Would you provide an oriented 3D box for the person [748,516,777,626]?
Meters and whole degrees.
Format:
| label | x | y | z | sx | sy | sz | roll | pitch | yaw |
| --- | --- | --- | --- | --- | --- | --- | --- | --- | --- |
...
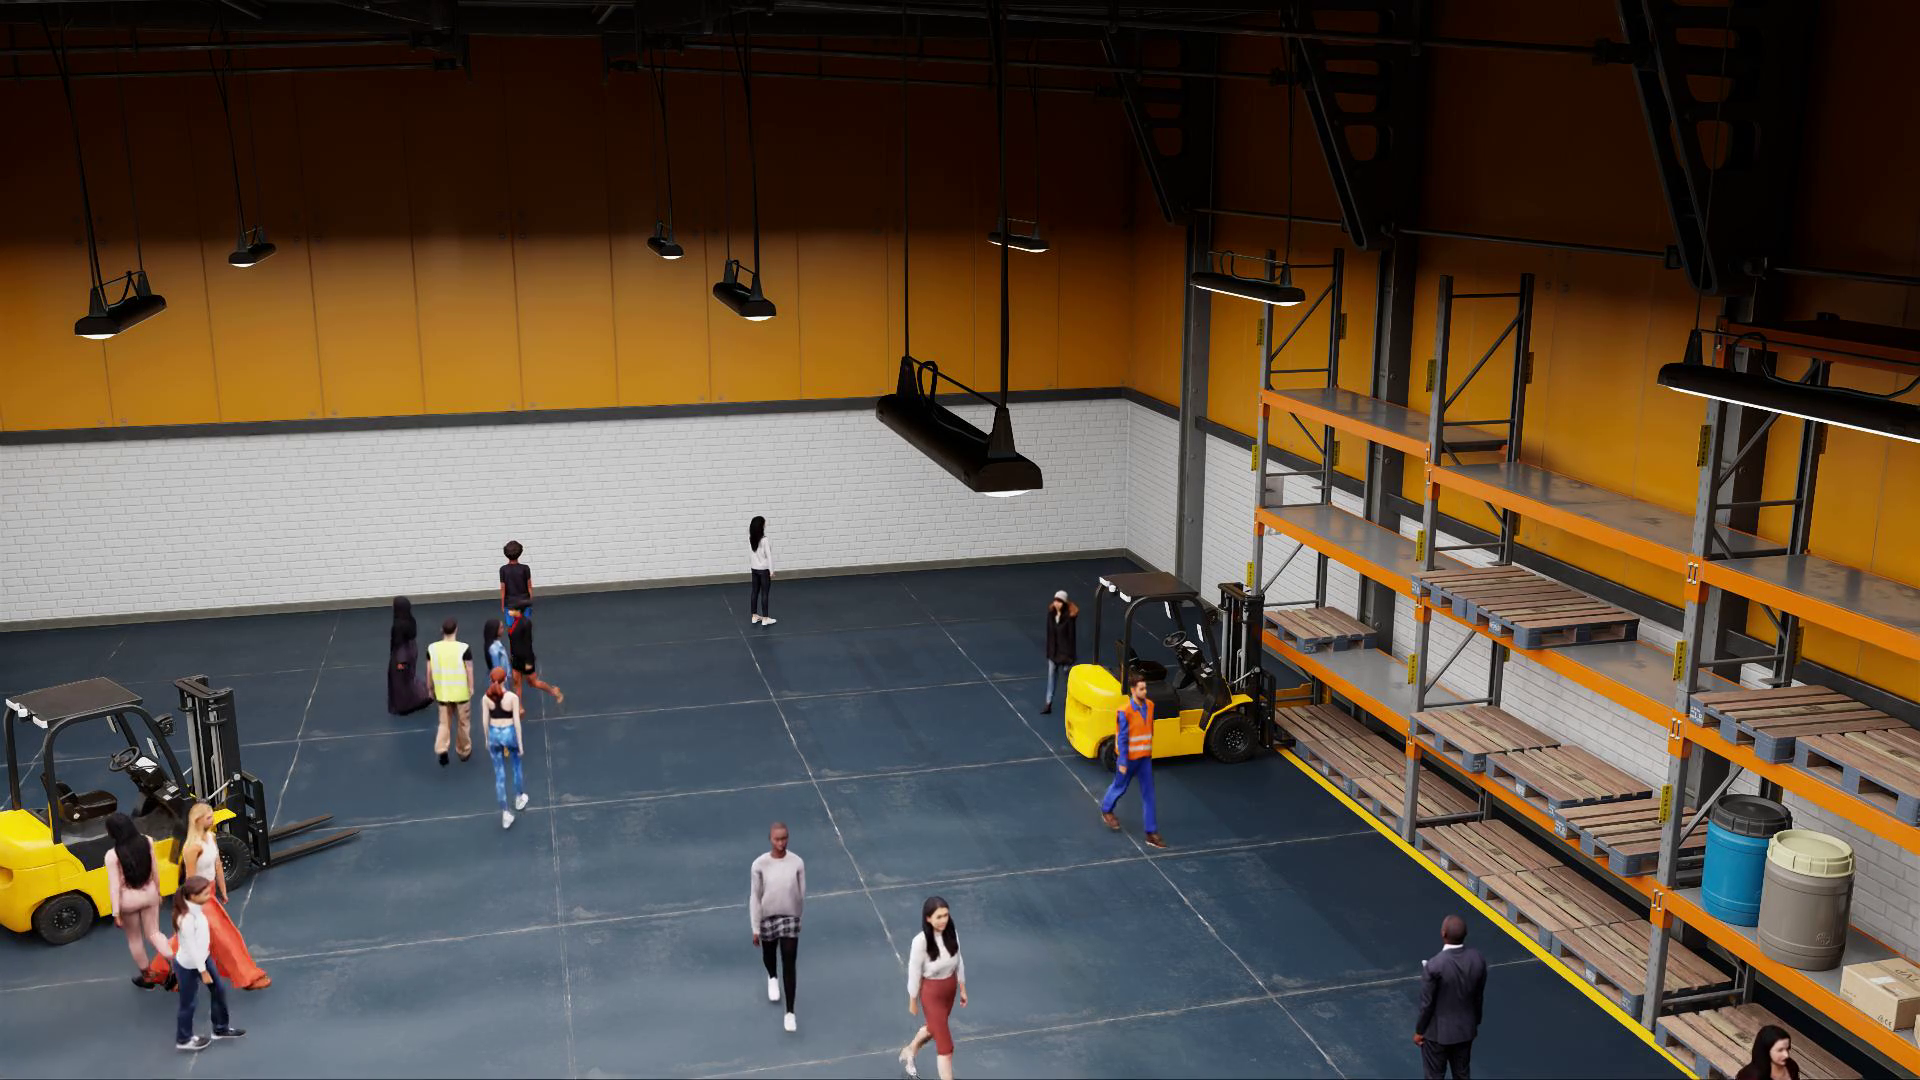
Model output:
| label | x | y | z | sx | sy | sz | roll | pitch | yaw |
| --- | --- | --- | --- | --- | --- | --- | --- | --- | --- |
| person | -3.078 | 0.452 | 25.629 | 0.684 | 1.700 | 0.774 | 11 | 17 | 37 |

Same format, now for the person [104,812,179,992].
| label | x | y | z | sx | sy | sz | roll | pitch | yaw |
| --- | --- | --- | --- | --- | --- | --- | --- | --- | --- |
| person | -7.069 | 3.177 | 14.387 | 1.045 | 1.695 | 0.987 | 8 | 16 | 30 |

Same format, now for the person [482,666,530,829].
| label | x | y | z | sx | sy | sz | roll | pitch | yaw |
| --- | --- | --- | --- | --- | --- | --- | --- | --- | --- |
| person | -4.961 | 2.263 | 18.016 | 0.726 | 1.762 | 1.013 | -1 | 14 | -3 |

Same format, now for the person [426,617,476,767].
| label | x | y | z | sx | sy | sz | roll | pitch | yaw |
| --- | --- | --- | --- | --- | --- | --- | --- | --- | --- |
| person | -6.021 | 1.824 | 19.693 | 0.802 | 1.828 | 1.025 | -1 | 14 | -4 |

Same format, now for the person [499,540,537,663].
| label | x | y | z | sx | sy | sz | roll | pitch | yaw |
| --- | --- | --- | --- | --- | --- | --- | --- | --- | --- |
| person | -6.289 | 0.887 | 23.623 | 0.593 | 1.800 | 0.560 | -3 | 14 | -14 |

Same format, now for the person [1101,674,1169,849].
| label | x | y | z | sx | sy | sz | roll | pitch | yaw |
| --- | --- | --- | --- | --- | --- | --- | --- | --- | --- |
| person | 1.789 | 2.312 | 17.693 | 0.974 | 1.820 | 1.333 | -9 | 16 | -34 |

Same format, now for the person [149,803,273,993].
| label | x | y | z | sx | sy | sz | roll | pitch | yaw |
| --- | --- | --- | --- | --- | --- | --- | --- | --- | --- |
| person | -6.656 | 3.148 | 14.398 | 0.899 | 1.746 | 1.275 | -1 | 14 | -3 |

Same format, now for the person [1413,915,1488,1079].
| label | x | y | z | sx | sy | sz | roll | pitch | yaw |
| --- | --- | --- | --- | --- | --- | --- | --- | --- | --- |
| person | 3.613 | 3.618 | 12.292 | 0.678 | 1.824 | 0.579 | -3 | 14 | -14 |

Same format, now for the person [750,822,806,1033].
| label | x | y | z | sx | sy | sz | roll | pitch | yaw |
| --- | --- | --- | --- | --- | --- | --- | --- | --- | --- |
| person | -1.573 | 3.216 | 14.170 | 0.702 | 1.721 | 1.208 | -2 | 14 | -10 |

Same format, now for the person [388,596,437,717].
| label | x | y | z | sx | sy | sz | roll | pitch | yaw |
| --- | --- | --- | --- | --- | --- | --- | --- | --- | --- |
| person | -7.125 | 1.496 | 21.524 | 0.860 | 1.604 | 0.909 | 2 | 14 | 8 |

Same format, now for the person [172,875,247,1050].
| label | x | y | z | sx | sy | sz | roll | pitch | yaw |
| --- | --- | --- | --- | --- | --- | --- | --- | --- | --- |
| person | -6.333 | 3.465 | 13.555 | 0.652 | 1.527 | 0.714 | -2 | 14 | -10 |

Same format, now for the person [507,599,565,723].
| label | x | y | z | sx | sy | sz | roll | pitch | yaw |
| --- | --- | --- | --- | --- | --- | --- | --- | --- | --- |
| person | -5.508 | 1.545 | 21.284 | 0.976 | 1.621 | 0.906 | 13 | 19 | 43 |

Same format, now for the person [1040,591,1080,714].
| label | x | y | z | sx | sy | sz | roll | pitch | yaw |
| --- | --- | --- | --- | --- | --- | --- | --- | --- | --- |
| person | 1.363 | 1.457 | 21.713 | 1.042 | 1.590 | 1.094 | 8 | 16 | 30 |

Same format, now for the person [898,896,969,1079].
| label | x | y | z | sx | sy | sz | roll | pitch | yaw |
| --- | --- | --- | --- | --- | --- | --- | --- | --- | --- |
| person | -0.222 | 3.543 | 12.836 | 0.927 | 1.714 | 1.179 | -12 | 18 | -40 |

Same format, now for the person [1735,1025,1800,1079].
| label | x | y | z | sx | sy | sz | roll | pitch | yaw |
| --- | --- | --- | --- | --- | --- | --- | --- | --- | --- |
| person | 5.259 | 3.972 | 11.001 | 0.789 | 1.743 | 0.915 | -7 | 15 | -27 |

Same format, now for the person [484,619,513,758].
| label | x | y | z | sx | sy | sz | roll | pitch | yaw |
| --- | --- | --- | --- | --- | --- | --- | --- | --- | --- |
| person | -5.619 | 1.773 | 20.150 | 0.692 | 1.711 | 0.494 | -5 | 15 | -21 |
